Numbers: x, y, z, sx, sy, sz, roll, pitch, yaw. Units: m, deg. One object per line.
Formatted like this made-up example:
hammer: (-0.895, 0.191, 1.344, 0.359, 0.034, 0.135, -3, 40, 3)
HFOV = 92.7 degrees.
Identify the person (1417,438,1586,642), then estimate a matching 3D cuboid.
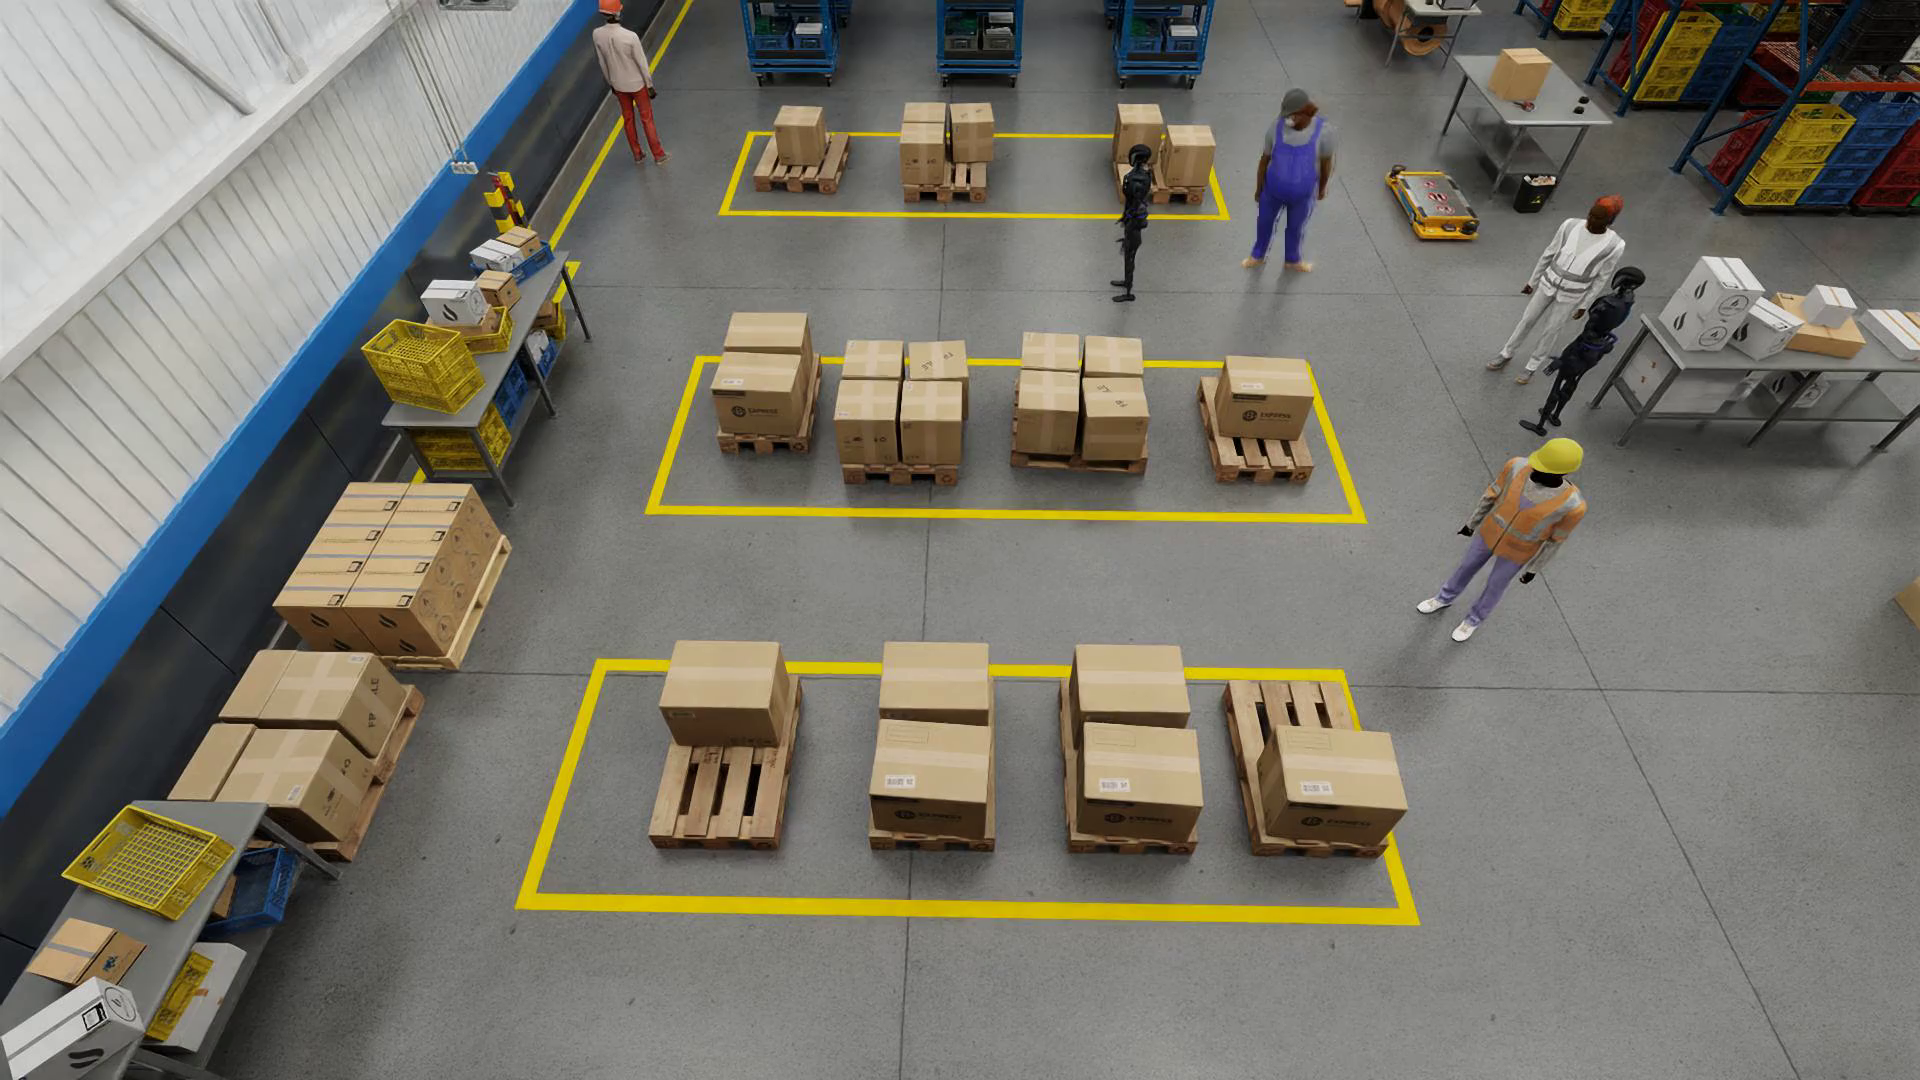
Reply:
person: (3.823, 0.013, 6.427, 0.374, 1.922, 0.591, -25, 54, -20)

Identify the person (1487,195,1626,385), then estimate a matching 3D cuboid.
person: (5.525, -2.290, 8.447, 0.340, 1.881, 0.582, -31, 56, -24)

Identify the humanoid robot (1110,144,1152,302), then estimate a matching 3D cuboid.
humanoid robot: (1.754, -3.229, 9.387, 0.315, 1.657, 0.603, 4, 49, 4)

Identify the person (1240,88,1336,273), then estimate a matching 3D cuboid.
person: (3.508, -3.689, 9.556, 0.862, 2.000, 0.536, 15, 51, 13)

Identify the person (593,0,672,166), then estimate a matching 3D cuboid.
person: (-4.044, -5.601, 11.241, 0.610, 1.994, 0.376, 8, 50, 7)

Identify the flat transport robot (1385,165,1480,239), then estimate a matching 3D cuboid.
flat transport robot: (5.692, -4.094, 11.059, 0.652, 0.197, 1.431, 1, 49, 1)

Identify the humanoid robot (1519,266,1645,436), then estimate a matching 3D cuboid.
humanoid robot: (5.451, -1.647, 8.019, 0.609, 1.657, 0.314, -25, 54, -20)
